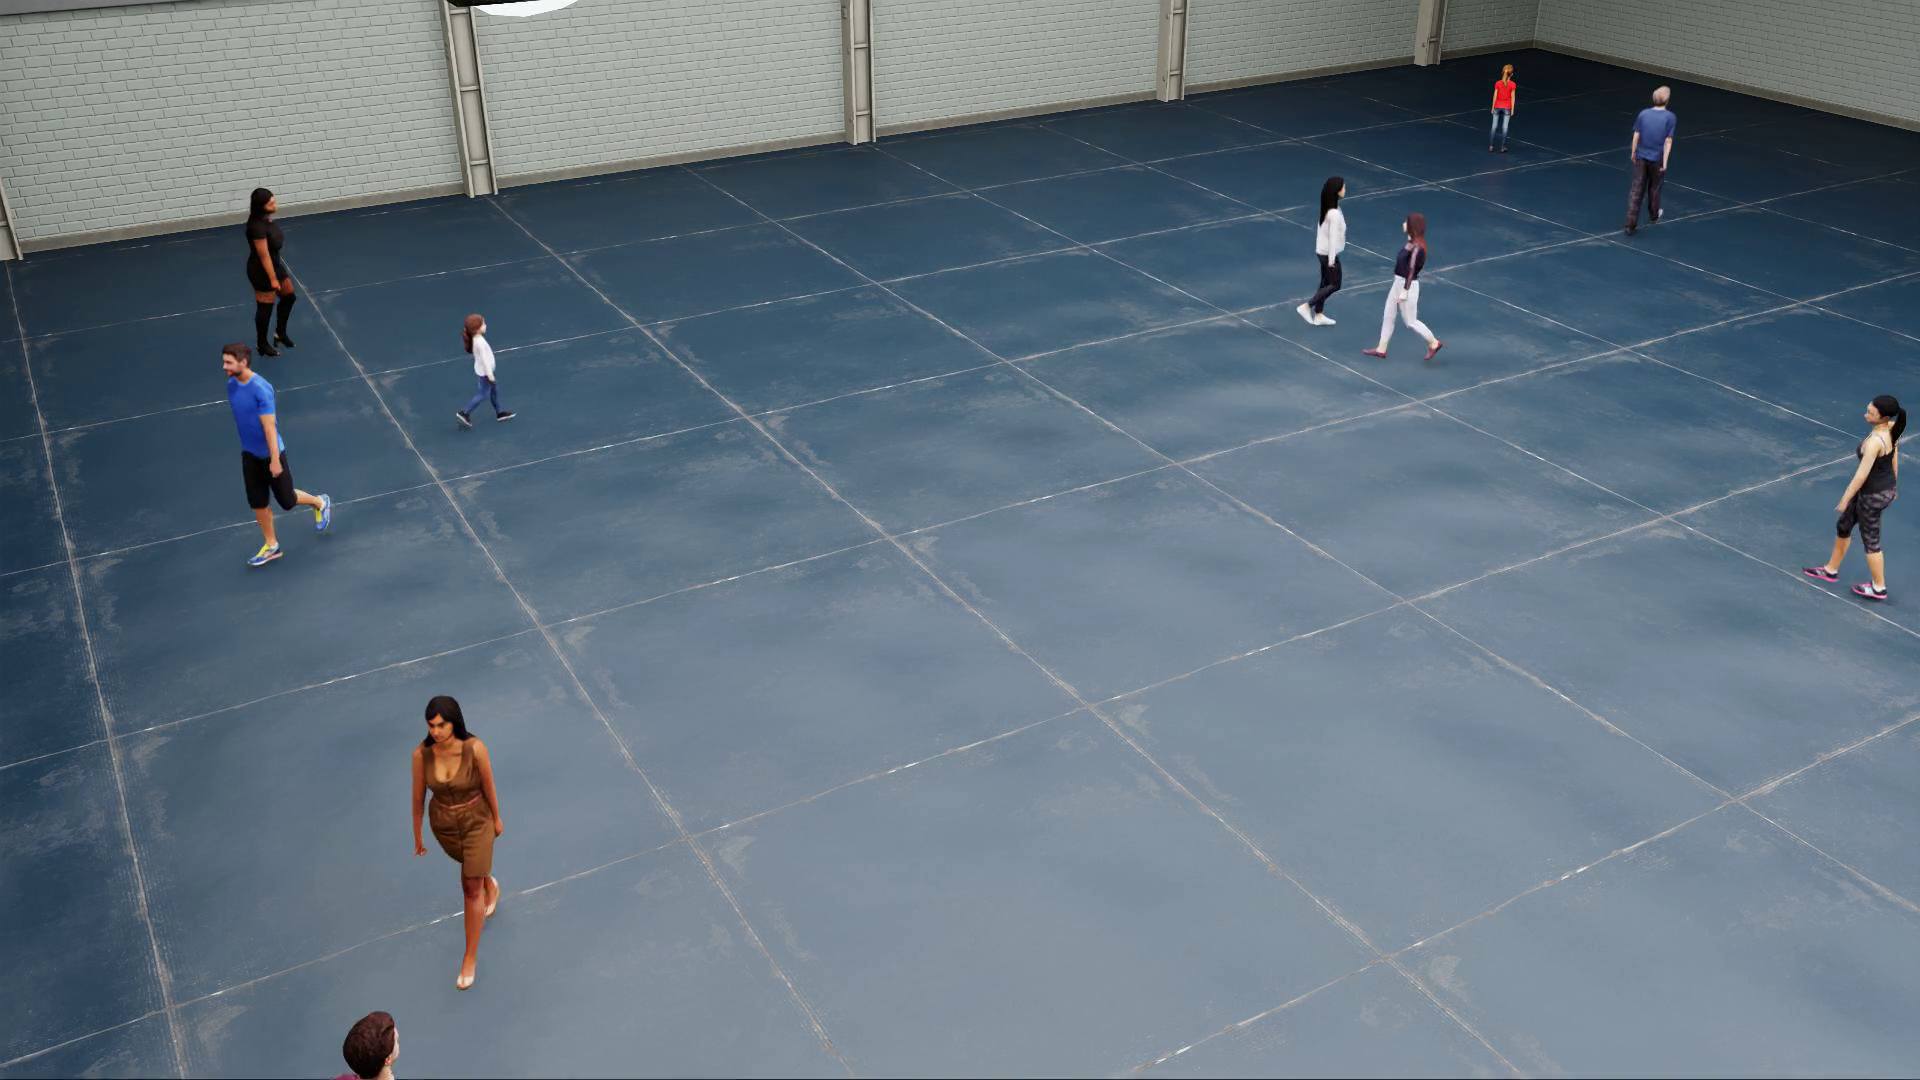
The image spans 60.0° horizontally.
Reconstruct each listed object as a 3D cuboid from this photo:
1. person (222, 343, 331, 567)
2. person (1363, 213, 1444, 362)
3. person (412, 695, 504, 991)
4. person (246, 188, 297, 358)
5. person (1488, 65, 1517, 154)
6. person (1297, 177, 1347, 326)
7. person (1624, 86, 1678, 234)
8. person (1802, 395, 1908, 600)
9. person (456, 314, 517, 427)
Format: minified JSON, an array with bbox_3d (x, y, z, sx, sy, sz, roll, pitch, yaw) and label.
[{"bbox_3d":[-5.512,-0.729,13.353,0.964,1.852,1.123,13,30,24],"label":"person"},{"bbox_3d":[4.688,-2.582,17.244,1.100,1.582,0.972,3,27,7],"label":"person"},{"bbox_3d":[-2.721,1.550,9.163,1.099,1.635,1.005,0,27,0],"label":"person"},{"bbox_3d":[-7.302,-2.768,17.347,0.856,1.819,0.800,-4,28,-9],"label":"person"},{"bbox_3d":[8.241,-6.554,25.255,0.568,1.311,0.618,13,30,23],"label":"person"},{"bbox_3d":[3.947,-3.134,18.200,0.838,1.690,0.768,-3,27,-5],"label":"person"},{"bbox_3d":[8.829,-4.843,21.363,0.977,1.832,1.217,19,33,32],"label":"person"},{"bbox_3d":[7.052,-0.313,12.722,0.906,1.688,0.887,-20,34,-34],"label":"person"},{"bbox_3d":[-4.608,-1.618,15.902,0.799,1.098,0.523,-10,29,-19],"label":"person"}]
